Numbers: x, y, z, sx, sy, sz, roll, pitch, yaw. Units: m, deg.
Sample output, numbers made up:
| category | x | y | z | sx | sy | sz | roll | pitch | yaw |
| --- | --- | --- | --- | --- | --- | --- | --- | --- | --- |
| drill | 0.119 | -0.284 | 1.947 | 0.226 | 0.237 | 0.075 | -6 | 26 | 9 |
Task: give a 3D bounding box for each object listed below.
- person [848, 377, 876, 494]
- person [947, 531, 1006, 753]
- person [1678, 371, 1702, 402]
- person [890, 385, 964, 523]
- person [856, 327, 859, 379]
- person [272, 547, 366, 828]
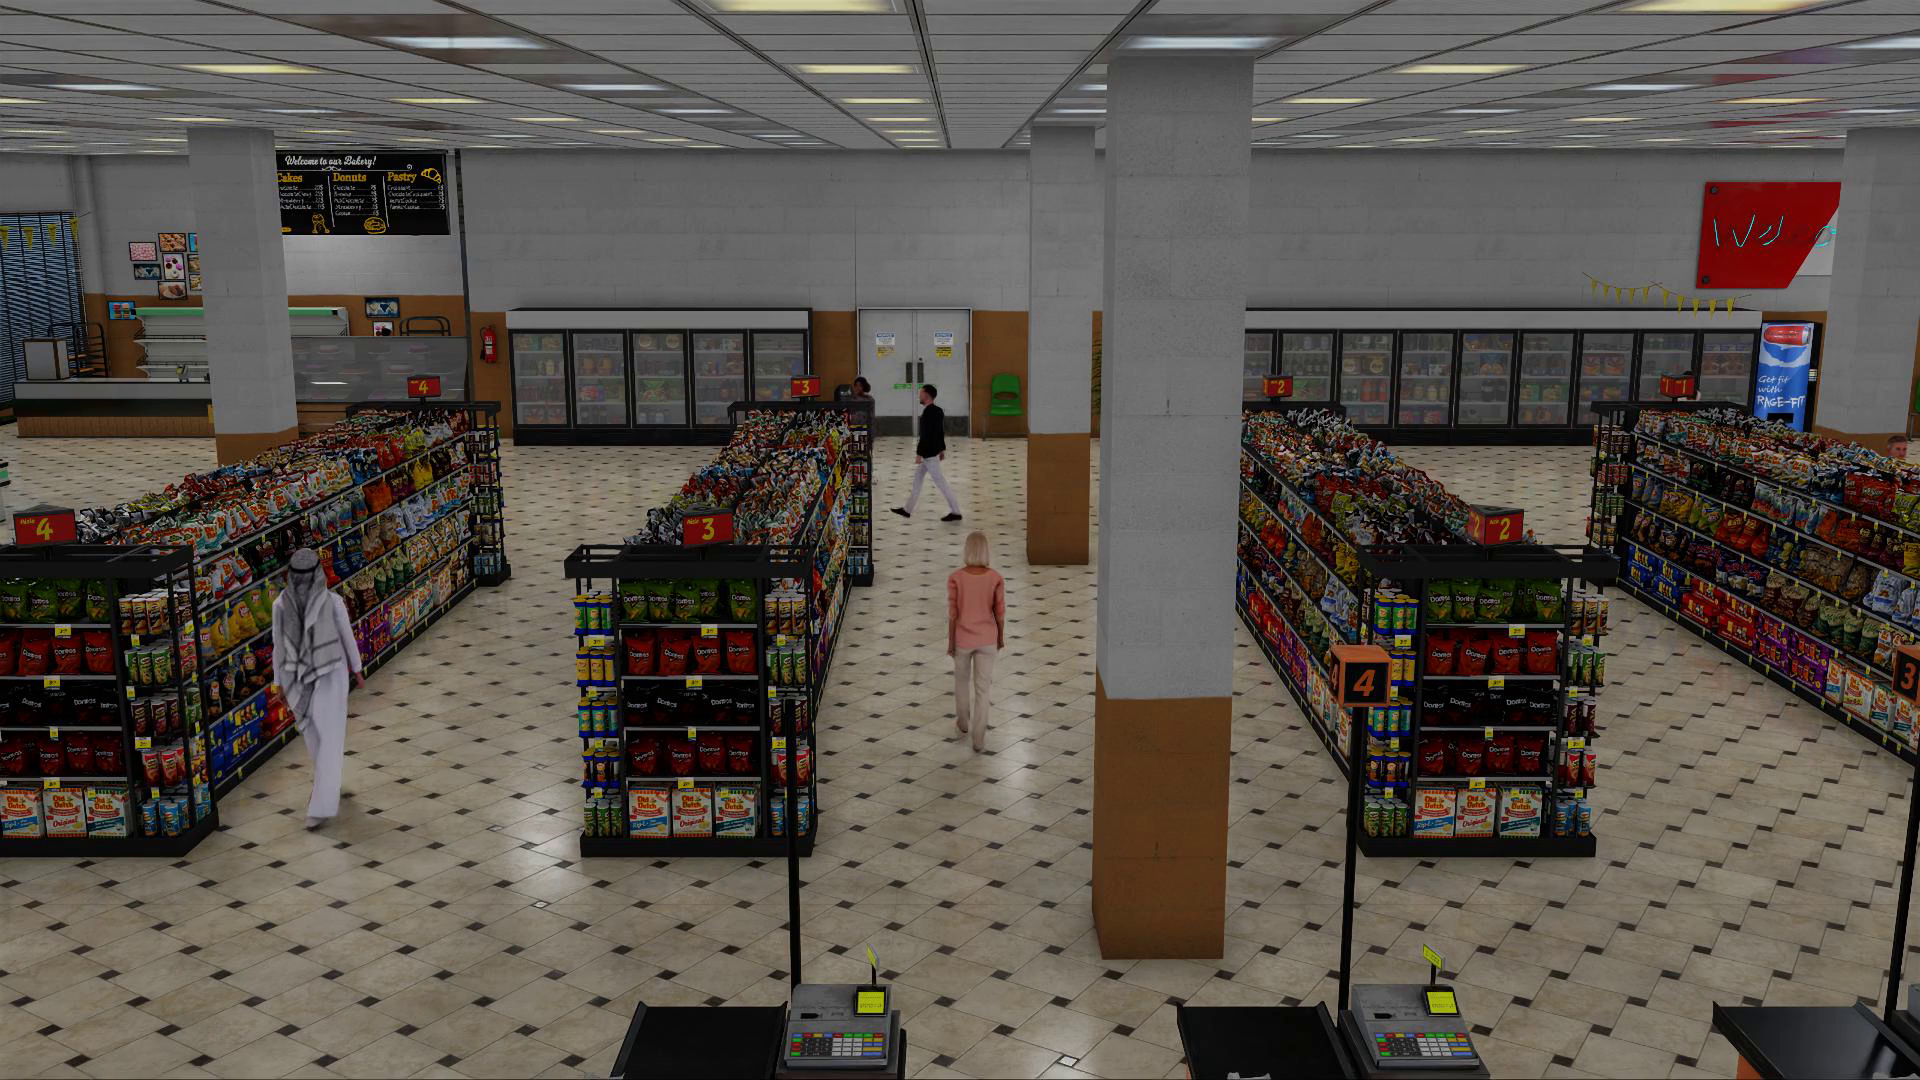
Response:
| category | x | y | z | sx | sy | sz | roll | pitch | yaw |
| --- | --- | --- | --- | --- | --- | --- | --- | --- | --- |
| person | -1.364 | -1.486 | 23.833 | 0.681 | 1.697 | 0.812 | 3 | 12 | 15 |
| person | 0.118 | 0.804 | 12.953 | 0.609 | 1.700 | 0.879 | 0 | 12 | -1 |
| person | 10.812 | -1.687 | 24.807 | 0.664 | 1.689 | 0.644 | -4 | 13 | -18 |
| person | -0.291 | -1.080 | 21.691 | 0.970 | 1.785 | 1.252 | 3 | 12 | 15 |
| person | -2.068 | -3.395 | 32.981 | 0.829 | 1.664 | 0.899 | -10 | 16 | -40 |
| person | -4.434 | 1.033 | 11.408 | 0.718 | 1.887 | 1.191 | 0 | 12 | -2 |
